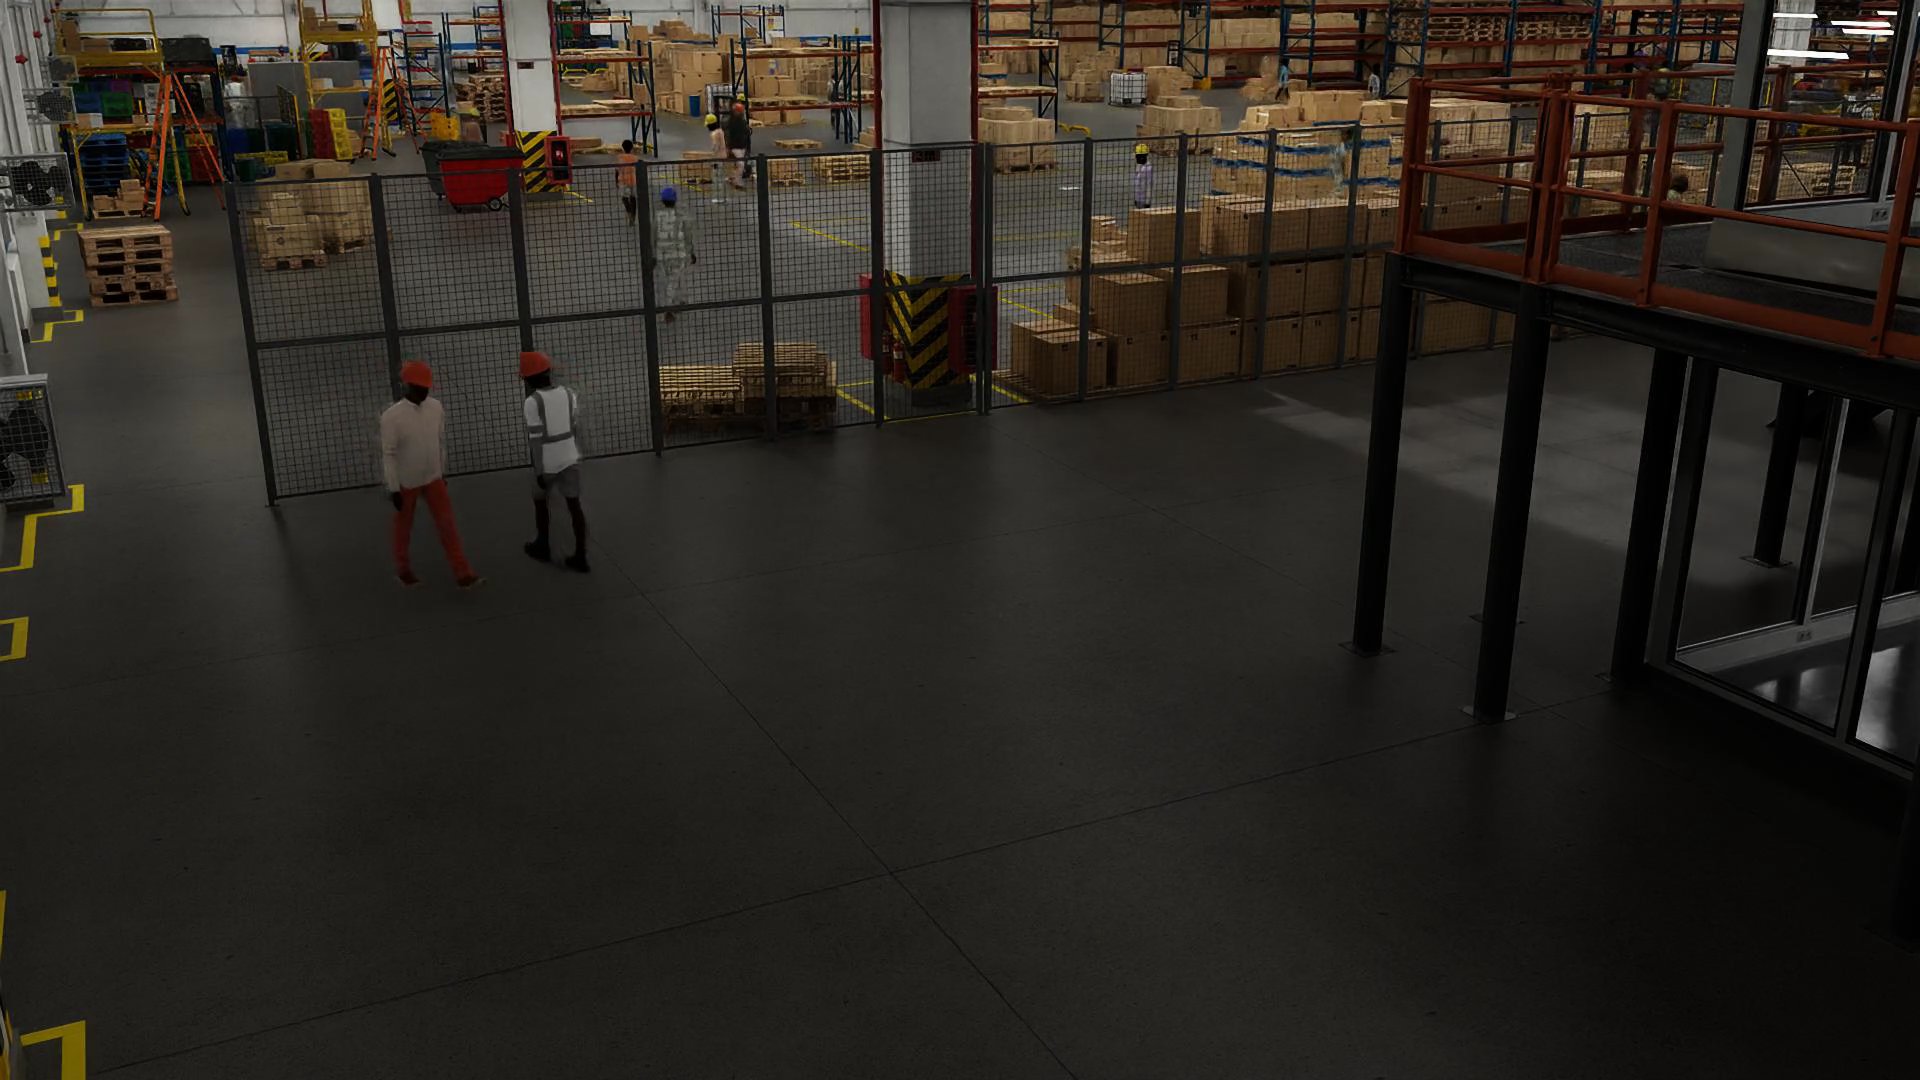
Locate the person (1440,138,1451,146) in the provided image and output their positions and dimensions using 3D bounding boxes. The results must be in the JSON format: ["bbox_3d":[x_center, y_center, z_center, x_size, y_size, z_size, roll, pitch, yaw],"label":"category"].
[{"bbox_3d":[9.206,-6.811,32.018,0.706,1.819,0.638,17,25,40],"label":"person"}]

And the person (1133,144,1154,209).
[{"bbox_3d":[3.275,-6.152,29.942,0.383,1.924,0.594,-5,20,-14],"label":"person"}]

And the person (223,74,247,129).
[{"bbox_3d":[-22.089,-13.257,50.664,0.617,1.829,0.994,-15,24,-37],"label":"person"}]

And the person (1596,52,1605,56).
[{"bbox_3d":[28.760,-21.539,74.980,0.515,1.641,0.309,4,20,12],"label":"person"}]

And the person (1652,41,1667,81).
[{"bbox_3d":[31.404,-21.574,74.678,0.653,1.907,0.408,-6,20,-17],"label":"person"}]

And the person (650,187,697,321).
[{"bbox_3d":[-4.198,-4.163,24.239,0.599,1.901,1.009,5,20,15],"label":"person"}]

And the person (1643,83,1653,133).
[{"bbox_3d":[18.887,-11.756,46.203,0.558,1.918,0.629,-18,26,-41],"label":"person"}]

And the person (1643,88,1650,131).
[{"bbox_3d":[19.780,-12.359,48.291,0.548,1.685,0.428,1,19,3],"label":"person"}]

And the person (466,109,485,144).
[{"bbox_3d":[-11.641,-9.426,39.758,0.911,1.717,0.518,-13,23,-33],"label":"person"}]

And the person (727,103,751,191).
[{"bbox_3d":[-5.000,-8.979,38.064,0.634,1.970,0.656,10,22,28],"label":"person"}]

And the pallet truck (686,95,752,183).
[{"bbox_3d":[-5.836,-9.608,39.856,0.823,1.965,1.885,10,22,27],"label":"pallet truck"}]

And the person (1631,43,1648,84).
[{"bbox_3d":[27.910,-19.422,68.393,0.637,1.936,0.356,4,19,11],"label":"person"}]

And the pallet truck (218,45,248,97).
[{"bbox_3d":[-28.879,-18.665,66.111,0.823,1.965,1.885,-3,19,-9],"label":"pallet truck"}]

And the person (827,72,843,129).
[{"bbox_3d":[-3.937,-13.857,52.479,0.505,1.783,1.014,-2,19,-5],"label":"person"}]

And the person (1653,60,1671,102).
[{"bbox_3d":[25.769,-16.745,61.034,0.537,1.684,0.540,-13,23,-32],"label":"person"}]

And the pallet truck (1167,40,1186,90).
[{"bbox_3d":[9.045,-19.971,69.895,0.823,1.965,1.885,-3,19,-8],"label":"pallet truck"}]

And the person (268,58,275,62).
[{"bbox_3d":[-23.858,-15.825,57.971,0.377,1.937,0.629,2,19,4],"label":"person"}]

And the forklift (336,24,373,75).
[{"bbox_3d":[-23.669,-18.515,64.341,1.129,2.768,1.873,14,23,35],"label":"forklift"}]

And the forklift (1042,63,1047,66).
[{"bbox_3d":[5.099,-25.741,85.290,1.873,2.768,1.129,-9,21,-25],"label":"forklift"}]

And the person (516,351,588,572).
[{"bbox_3d":[-3.501,-0.693,14.164,0.862,1.891,0.595,16,25,39],"label":"person"}]

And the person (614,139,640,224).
[{"bbox_3d":[-6.603,-7.155,33.231,0.535,1.670,0.711,-9,21,-23],"label":"person"}]

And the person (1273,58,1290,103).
[{"bbox_3d":[12.252,-17.275,62.596,0.884,1.641,0.538,3,19,10],"label":"person"}]

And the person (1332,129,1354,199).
[{"bbox_3d":[7.781,-7.487,33.942,0.616,1.839,0.556,2,19,4],"label":"person"}]

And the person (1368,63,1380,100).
[{"bbox_3d":[13.384,-14.420,53.851,0.371,1.966,0.608,11,22,28],"label":"person"}]

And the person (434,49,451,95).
[{"bbox_3d":[-20.767,-18.815,66.680,0.640,1.909,0.836,-1,19,-3],"label":"person"}]

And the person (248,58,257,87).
[{"bbox_3d":[-24.408,-15.692,57.581,0.362,1.935,0.553,-7,20,-19],"label":"person"}]

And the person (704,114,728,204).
[{"bbox_3d":[-5.298,-8.298,36.193,0.433,1.911,0.668,1,19,2],"label":"person"}]

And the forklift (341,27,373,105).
[{"bbox_3d":[-22.275,-17.346,60.954,1.873,2.768,1.129,-9,21,-25],"label":"forklift"}]

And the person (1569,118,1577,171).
[{"bbox_3d":[13.951,-9.111,38.370,0.413,2.035,0.602,-2,19,-5],"label":"person"}]

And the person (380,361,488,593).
[{"bbox_3d":[-4.343,-0.483,13.494,1.037,1.928,0.663,14,24,35],"label":"person"}]

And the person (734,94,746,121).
[{"bbox_3d":[-5.798,-10.936,44.100,0.305,1.738,0.484,7,20,19],"label":"person"}]

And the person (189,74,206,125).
[{"bbox_3d":[-24.766,-14.279,53.970,0.517,1.614,0.719,-2,19,-6],"label":"person"}]

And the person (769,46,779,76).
[{"bbox_3d":[-7.777,-19.350,68.310,0.587,1.867,1.048,-12,22,-30],"label":"person"}]

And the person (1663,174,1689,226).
[{"bbox_3d":[11.481,-4.965,26.711,0.949,1.792,0.644,5,20,14],"label":"person"}]
